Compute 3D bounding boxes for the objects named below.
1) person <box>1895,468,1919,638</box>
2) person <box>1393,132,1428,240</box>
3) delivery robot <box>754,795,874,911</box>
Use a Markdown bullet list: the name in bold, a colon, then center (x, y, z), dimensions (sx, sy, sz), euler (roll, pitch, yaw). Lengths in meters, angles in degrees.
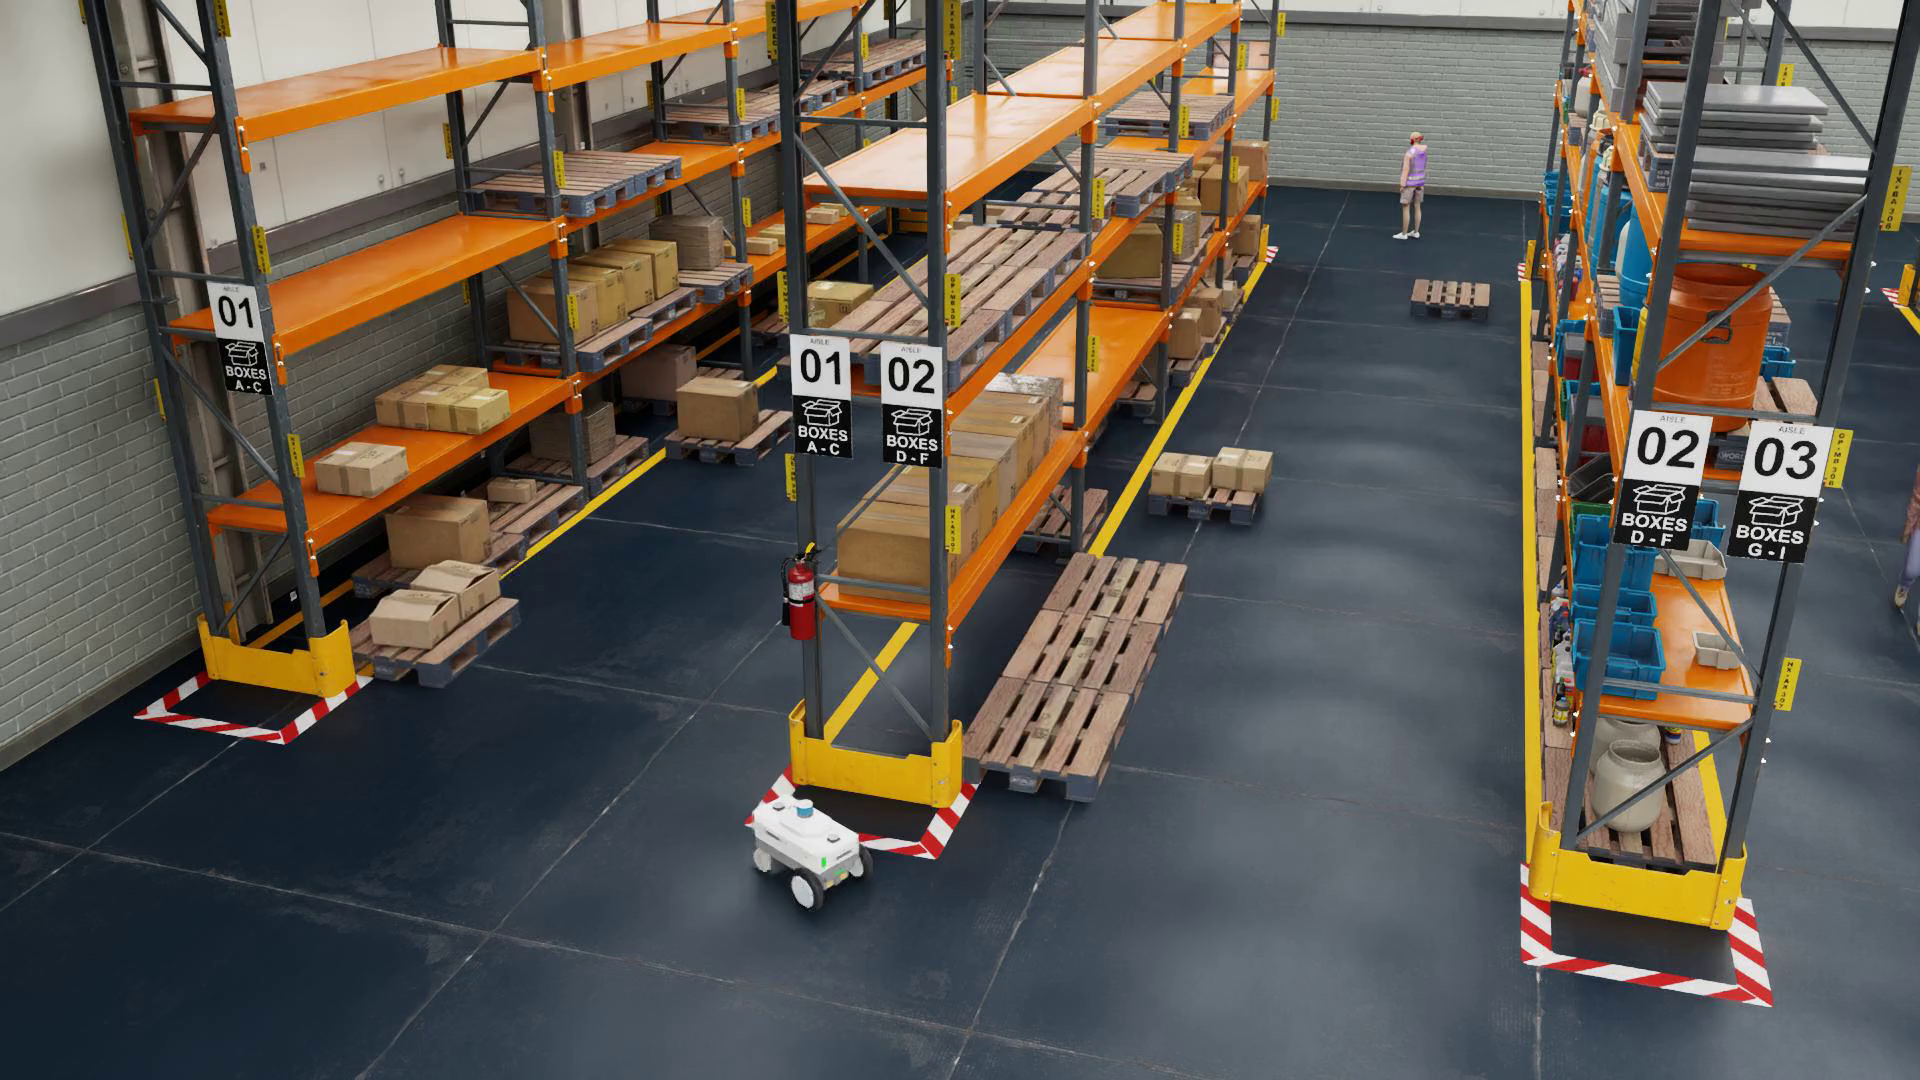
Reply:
- **person**: center (7.940, -0.093, 13.506), dimensions (0.536, 1.749, 0.566), euler (9, 25, 19)
- **person**: center (7.184, -5.622, 26.419), dimensions (0.489, 1.688, 0.350), euler (-14, 27, -29)
- **delivery robot**: center (-0.945, 1.912, 10.387), dimensions (0.795, 0.602, 0.499), euler (21, 31, 40)
